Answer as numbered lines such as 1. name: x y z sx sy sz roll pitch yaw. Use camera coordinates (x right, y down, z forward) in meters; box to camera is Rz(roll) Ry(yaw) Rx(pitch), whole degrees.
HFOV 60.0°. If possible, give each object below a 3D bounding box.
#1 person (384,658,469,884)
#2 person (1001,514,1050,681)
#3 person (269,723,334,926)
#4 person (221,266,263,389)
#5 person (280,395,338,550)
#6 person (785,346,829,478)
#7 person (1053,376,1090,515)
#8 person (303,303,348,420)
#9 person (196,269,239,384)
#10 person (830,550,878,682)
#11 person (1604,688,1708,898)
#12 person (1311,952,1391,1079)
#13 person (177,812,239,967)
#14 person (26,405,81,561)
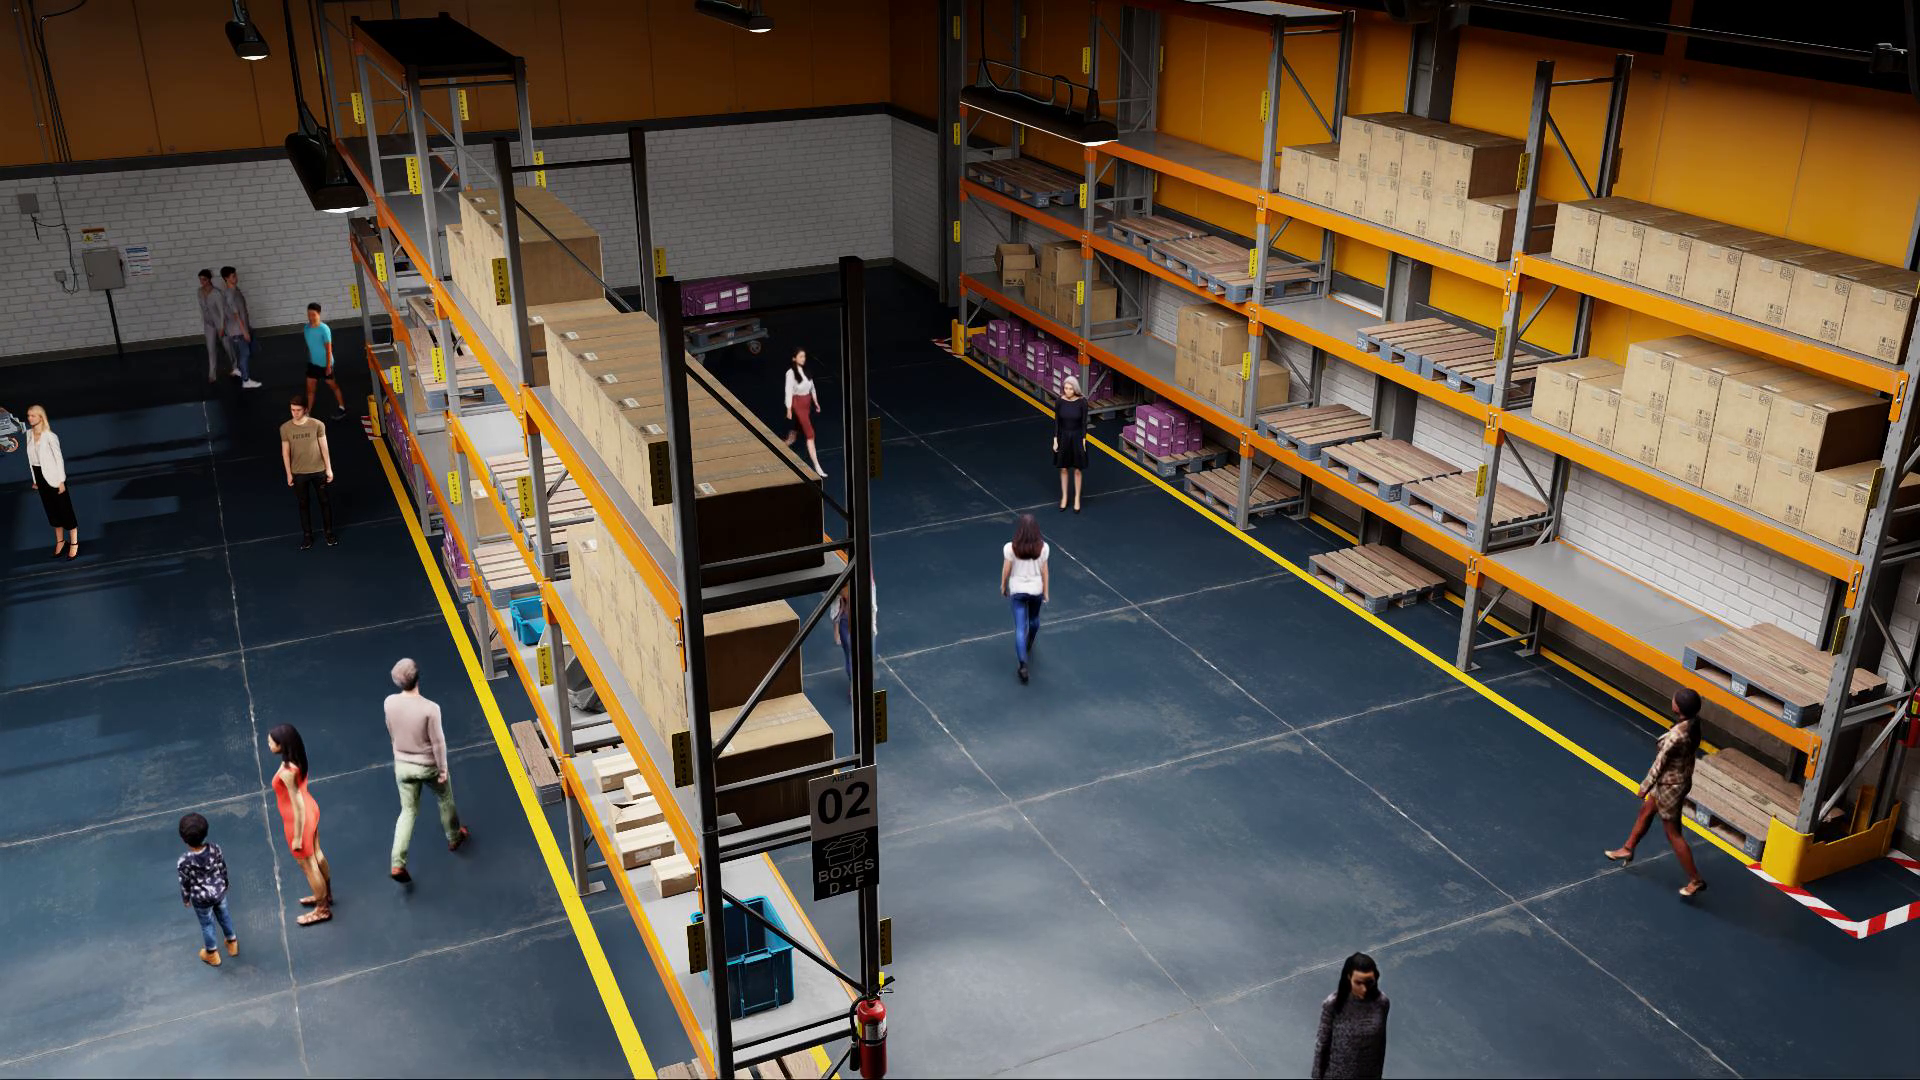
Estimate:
1. person: -4.380 1.880 13.311 1.038 1.835 1.284 2 24 4
2. person: 0.660 0.602 16.479 0.883 1.638 1.181 -1 24 -3
3. person: -5.065 2.166 12.800 0.696 1.719 0.520 -5 24 -11
4. person: -10.824 -3.158 24.788 0.847 1.872 0.764 -4 24 -9
5. person: -7.612 -0.816 19.457 0.685 1.850 0.582 -8 25 -18
6. person: -2.117 -1.679 21.610 1.160 1.707 0.978 14 27 29
7. person: 1.361 -1.181 20.427 0.710 1.743 0.749 5 24 11
8. person: -8.915 -2.488 23.428 1.129 1.735 1.150 11 26 24
9. person: -11.234 -3.276 25.228 0.927 1.736 1.121 4 24 9
10. person: -1.013 0.806 16.059 0.689 1.601 0.698 -3 24 -7
11. person: 5.663 2.031 13.073 0.825 1.747 1.146 -21 31 -39
12. person: 2.402 3.269 10.259 0.675 1.732 0.628 -3 24 -6
13. person: -5.627 2.593 12.408 0.572 1.250 0.560 20 31 39
14. person: -10.433 -0.657 19.084 0.672 1.858 0.734 8 25 19
